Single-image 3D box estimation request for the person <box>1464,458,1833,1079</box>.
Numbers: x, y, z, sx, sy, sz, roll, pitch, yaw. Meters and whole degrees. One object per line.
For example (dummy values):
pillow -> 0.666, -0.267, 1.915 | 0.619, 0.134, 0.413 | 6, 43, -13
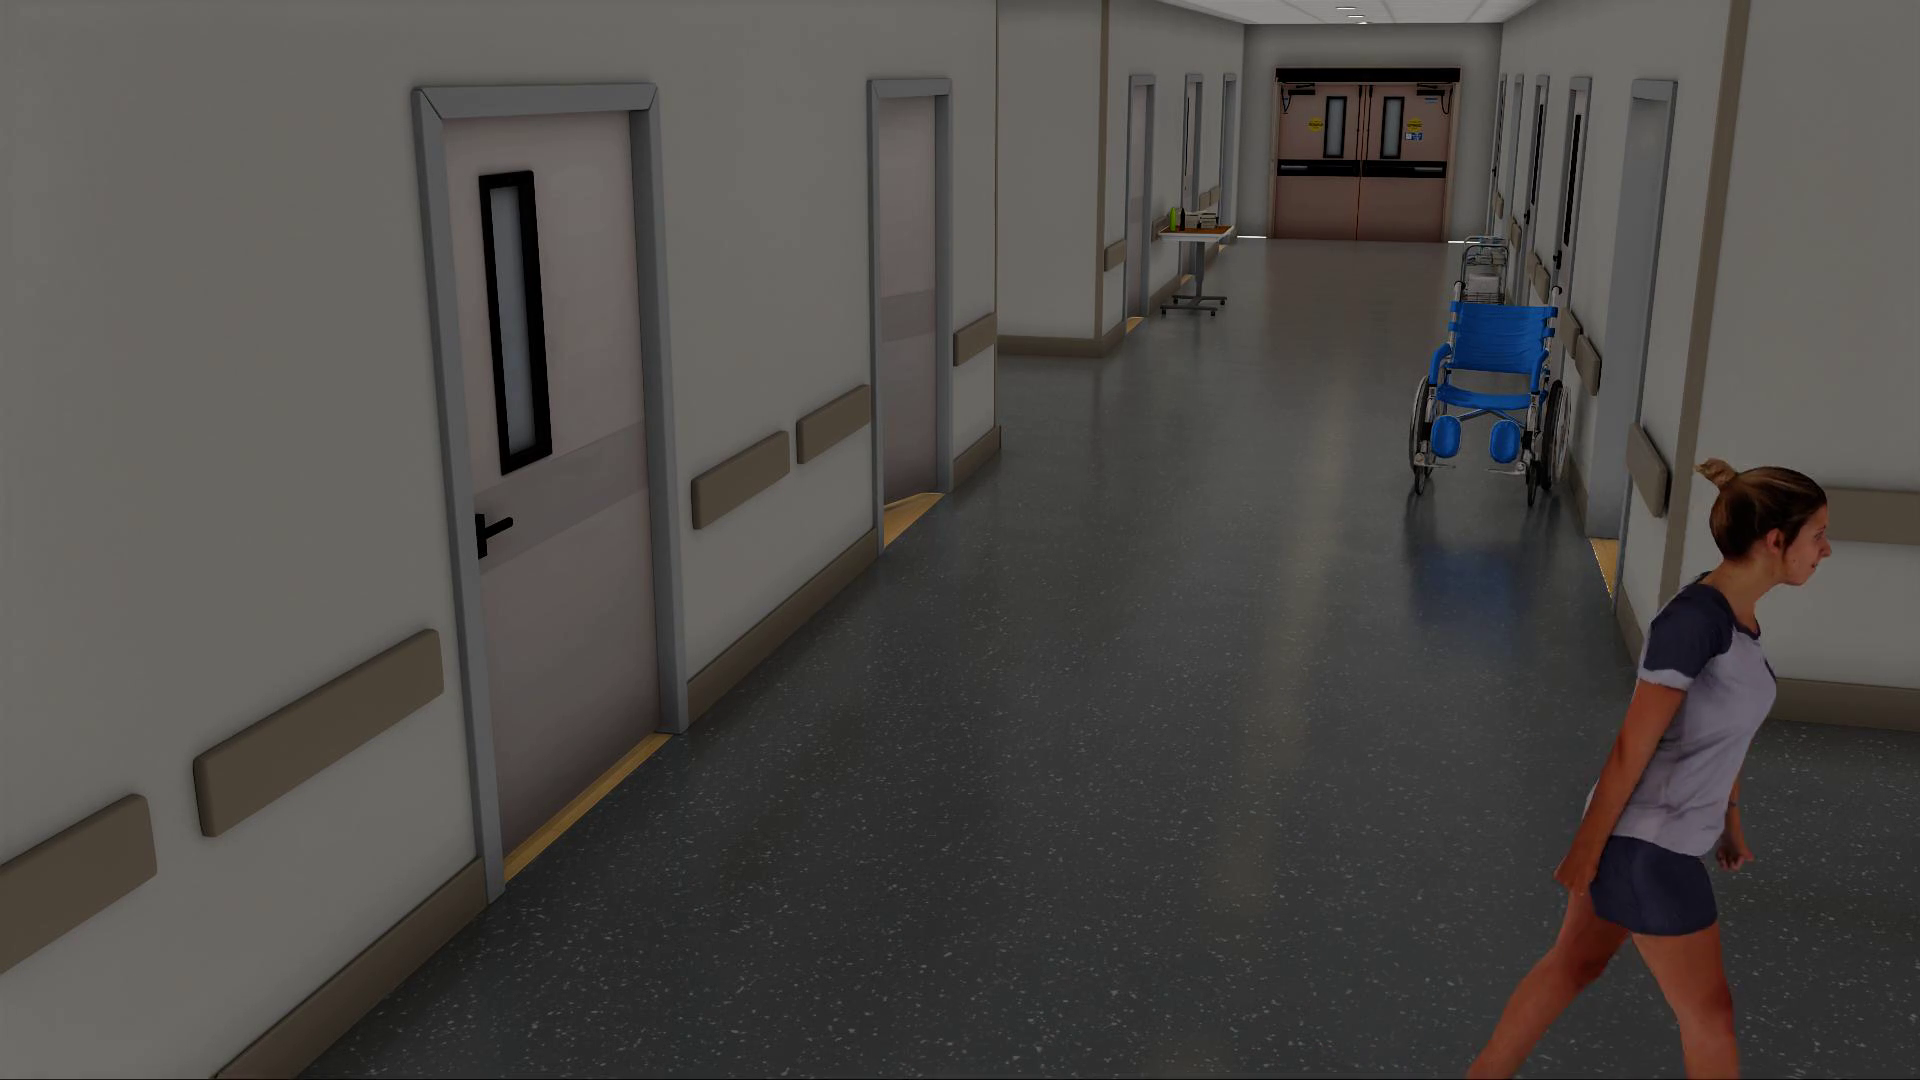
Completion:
person -> 1.365, 0.636, 3.504 | 0.776, 1.558, 0.974 | 10, 19, 32
